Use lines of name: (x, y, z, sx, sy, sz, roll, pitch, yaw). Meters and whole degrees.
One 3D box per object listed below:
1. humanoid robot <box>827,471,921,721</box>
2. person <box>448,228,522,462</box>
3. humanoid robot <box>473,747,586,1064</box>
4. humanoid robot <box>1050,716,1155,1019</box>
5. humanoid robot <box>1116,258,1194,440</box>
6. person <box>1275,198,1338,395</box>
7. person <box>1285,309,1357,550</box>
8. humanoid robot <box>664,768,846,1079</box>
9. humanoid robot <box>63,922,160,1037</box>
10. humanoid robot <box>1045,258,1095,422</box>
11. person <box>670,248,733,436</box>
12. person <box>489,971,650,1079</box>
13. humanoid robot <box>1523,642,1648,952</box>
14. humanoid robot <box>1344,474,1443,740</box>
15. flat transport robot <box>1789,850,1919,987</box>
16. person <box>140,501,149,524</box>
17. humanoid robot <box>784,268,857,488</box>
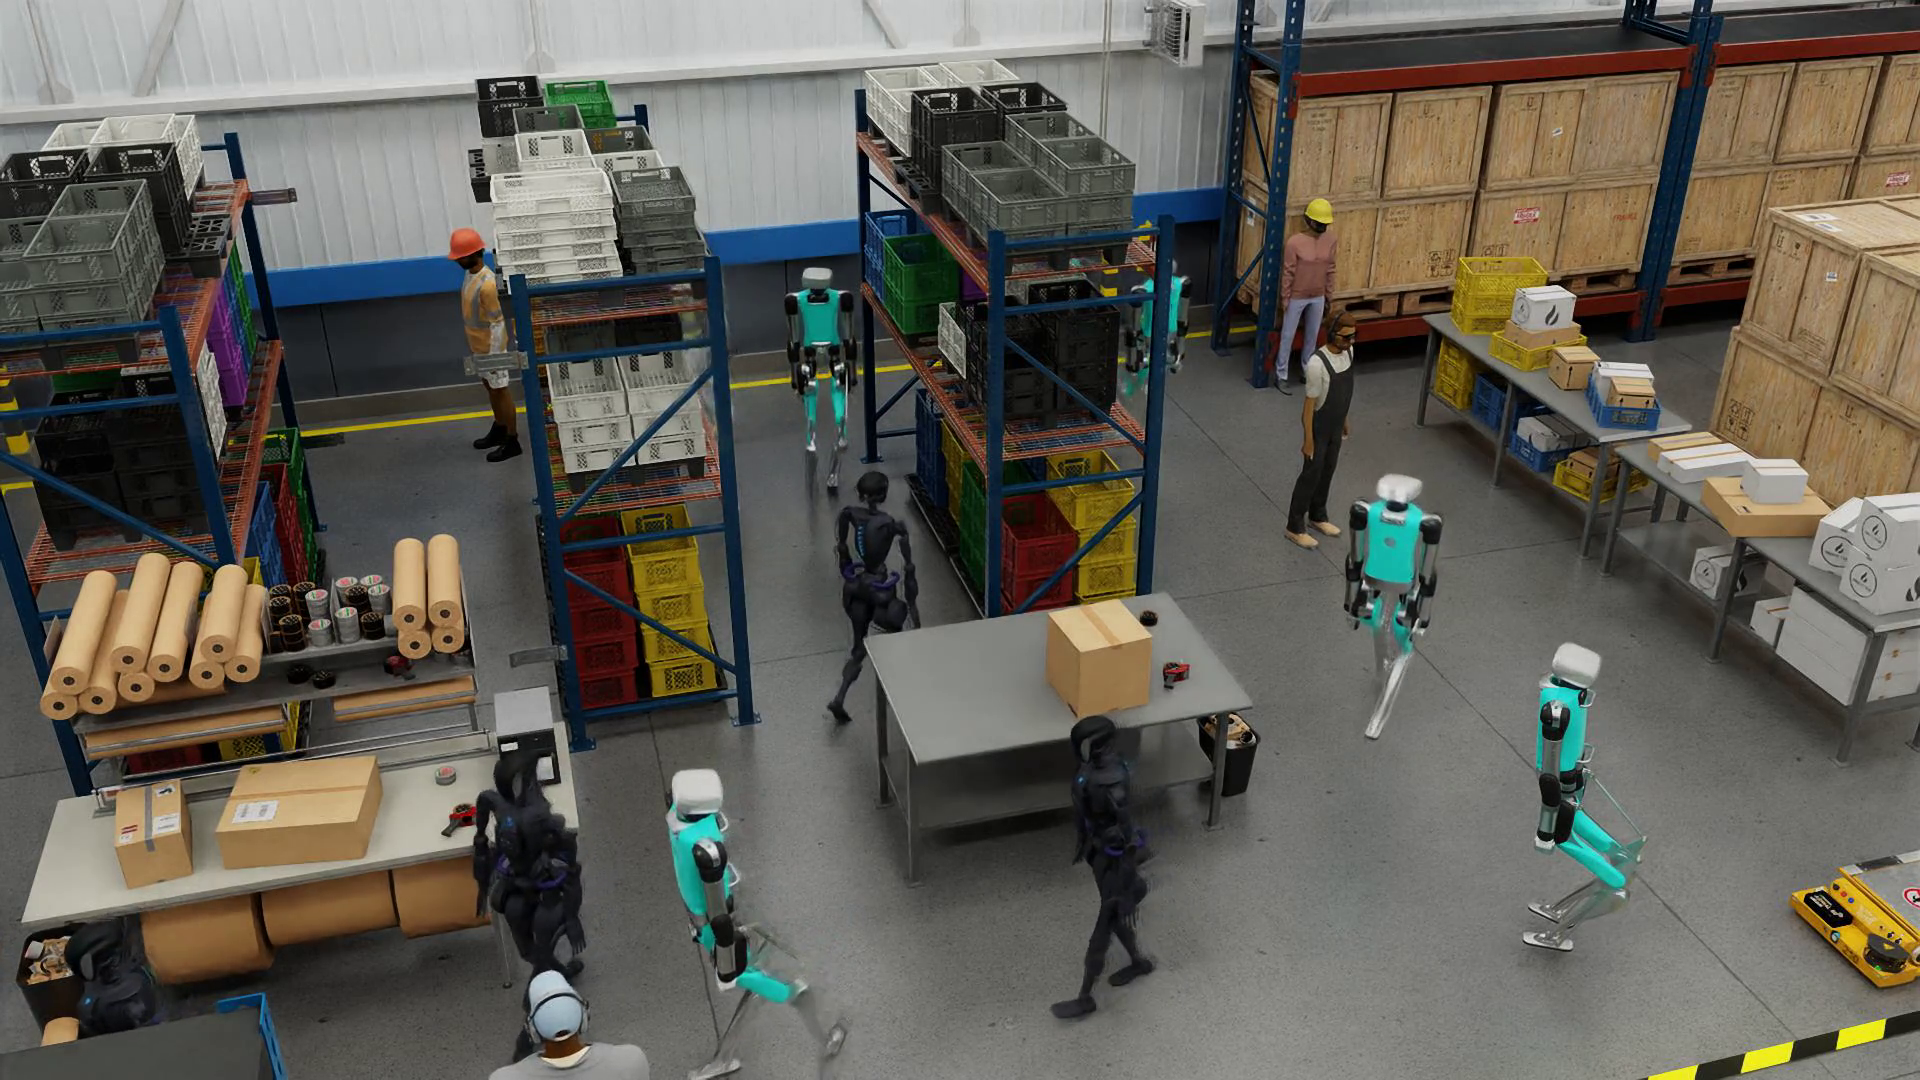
humanoid robot: (-0.543, 0.352, 10.095, 0.589, 1.644, 0.677, 16, 33, 27)
person: (-3.798, -1.562, 13.280, 0.362, 1.931, 0.542, -17, 33, -28)
humanoid robot: (-1.989, 1.655, 7.736, 0.608, 1.649, 0.703, 11, 31, 19)
humanoid robot: (0.690, 1.534, 7.924, 0.636, 1.630, 0.609, -11, 31, -19)
humanoid robot: (1.471, -1.480, 13.435, 0.565, 1.859, 0.861, -11, 31, -19)
person: (3.027, -2.118, 14.471, 0.522, 1.761, 0.336, -10, 30, -18)
person: (2.634, -0.805, 12.004, 0.336, 1.837, 0.505, 24, 37, 36)
humanoid robot: (-0.861, 1.746, 7.529, 0.850, 1.837, 0.537, -13, 31, -22)
humanoid robot: (-3.308, 2.195, 6.705, 0.601, 1.639, 0.503, 20, 35, 32)
humanoid robot: (0.910, -1.469, 13.368, 0.548, 1.821, 0.801, -17, 33, -28)
person: (-2.245, -1.590, 13.473, 0.956, 1.789, 0.650, -21, 35, -33)
person: (-1.407, 2.355, 6.232, 0.588, 1.852, 0.370, -8, 30, -15)
humanoid robot: (3.101, 1.310, 8.111, 0.735, 1.681, 0.533, 15, 32, 25)
humanoid robot: (2.658, 0.311, 10.113, 0.548, 1.809, 0.889, 14, 32, 24)
flat transport robot: (5.163, 1.916, 8.676, 1.431, 0.231, 0.659, -8, 30, -14)
person: (-6.014, -1.036, 12.211, 0.612, 2.040, 0.390, 20, 34, 32)
humanoid robot: (-1.042, -1.105, 12.718, 0.536, 1.849, 0.743, -2, 29, -4)
